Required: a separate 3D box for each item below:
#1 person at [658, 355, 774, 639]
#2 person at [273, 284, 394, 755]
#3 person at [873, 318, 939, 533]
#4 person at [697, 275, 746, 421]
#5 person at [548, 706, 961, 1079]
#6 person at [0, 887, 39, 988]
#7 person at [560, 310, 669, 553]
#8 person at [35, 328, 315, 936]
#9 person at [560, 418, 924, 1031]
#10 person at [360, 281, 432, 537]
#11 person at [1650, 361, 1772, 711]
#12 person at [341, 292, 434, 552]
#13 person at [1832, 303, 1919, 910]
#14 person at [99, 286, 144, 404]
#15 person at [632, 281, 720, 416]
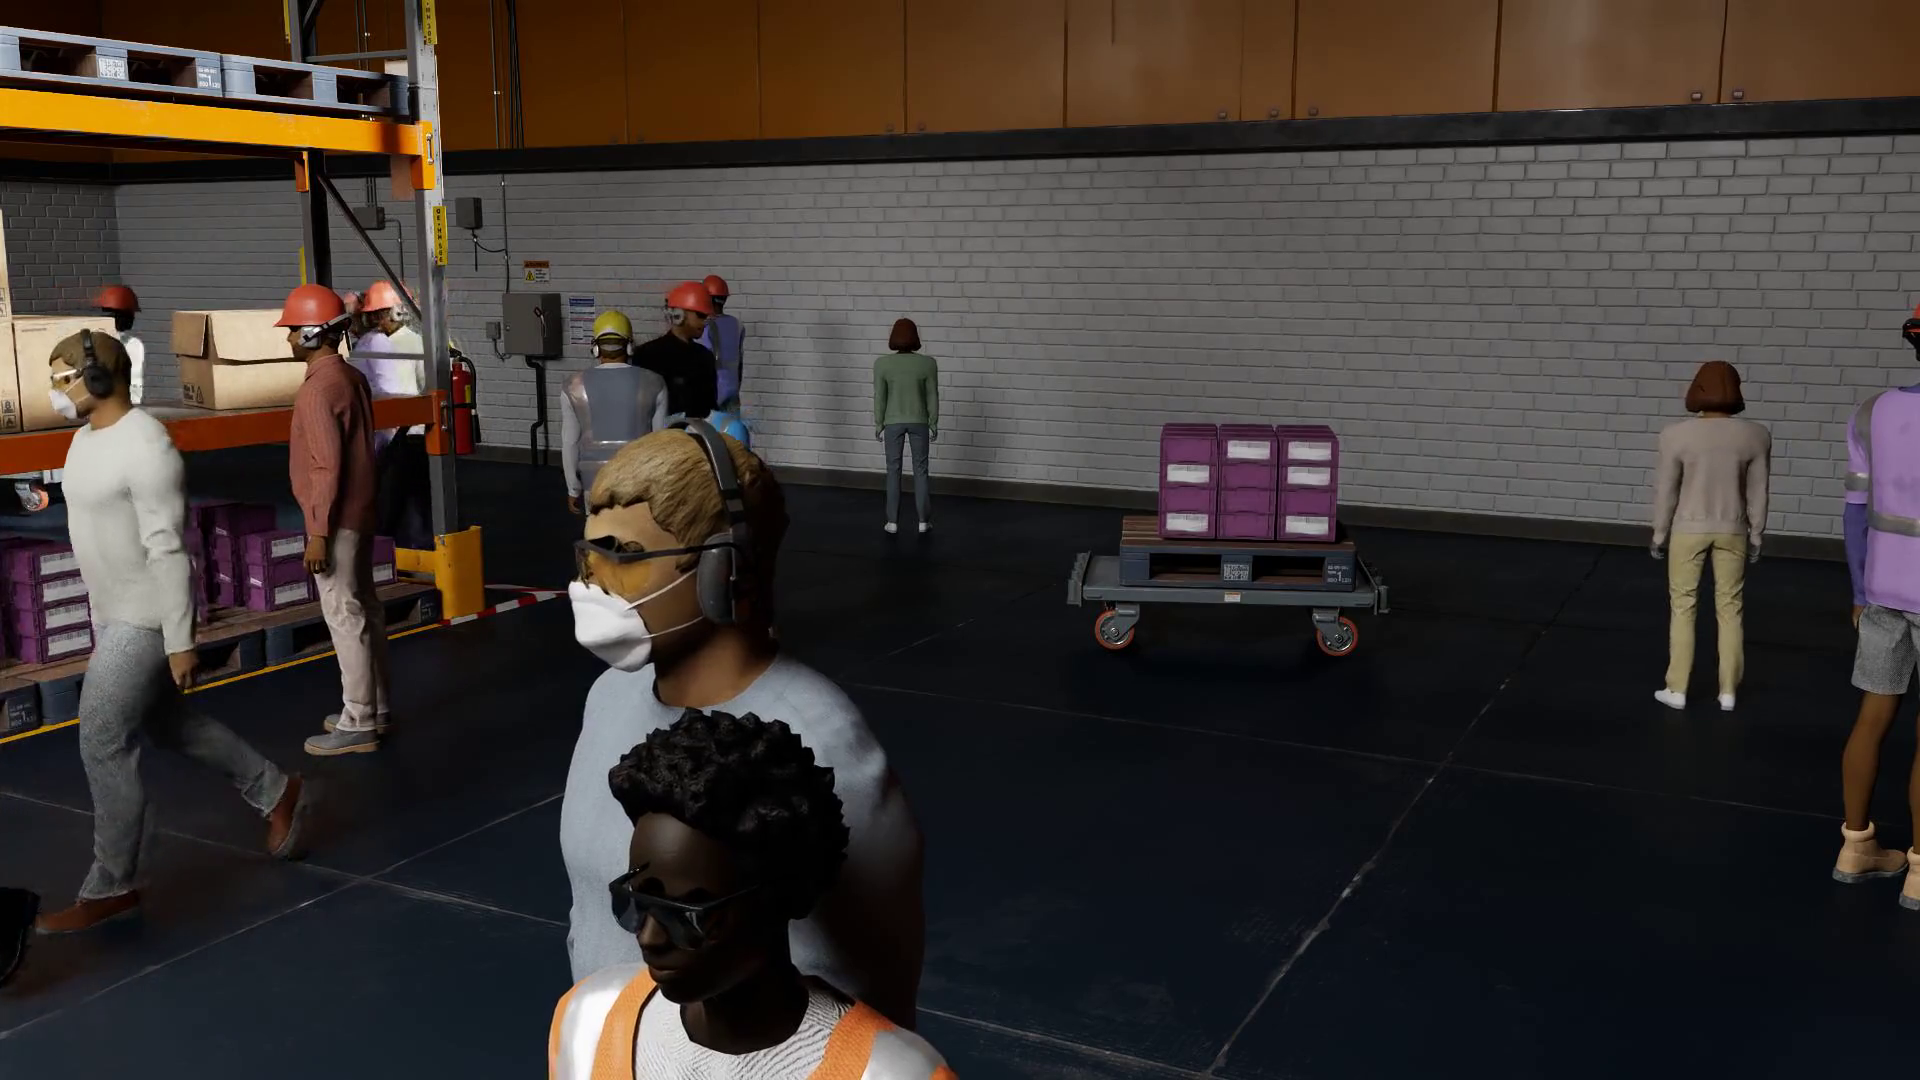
[{"bbox_3d":[-1.208,-0.093,8.200,0.548,1.654,0.905,4,11,23],"label":"person"},{"bbox_3d":[-2.673,-0.084,7.094,0.396,1.993,0.617,-1,10,-3],"label":"person"},{"bbox_3d":[-0.408,-0.864,12.647,0.500,1.636,0.285,-1,10,-4],"label":"person"},{"bbox_3d":[-2.040,-1.244,13.974,0.360,1.939,0.543,6,11,31],"label":"person"},{"bbox_3d":[-0.218,0.996,1.705,0.540,1.696,0.316,5,11,27],"label":"person"},{"bbox_3d":[-2.877,0.426,4.360,0.550,1.921,0.622,4,10,21],"label":"person"},{"bbox_3d":[-1.816,-0.310,8.890,0.588,1.826,0.403,-1,10,-6],"label":"person"},{"bbox_3d":[-2.607,0.255,5.460,0.918,1.912,0.638,-9,13,-43],"label":"person"},{"bbox_3d":[-0.297,0.819,2.031,0.372,1.940,0.630,-8,13,-39],"label":"person"},{"bbox_3d":[-3.700,-0.714,10.905,0.599,1.926,1.067,9,13,41],"label":"person"},{"bbox_3d":[3.481,-0.015,7.740,0.506,1.631,0.266,1,10,8],"label":"person"},{"bbox_3d":[-3.958,-0.709,11.071,0.877,1.857,0.720,-3,10,-15],"label":"person"},{"bbox_3d":[3.165,0.180,5.426,0.372,2.044,0.608,-3,10,-19],"label":"person"},{"bbox_3d":[-6.108,-0.900,12.139,0.556,1.879,0.975,2,10,14],"label":"person"},{"bbox_3d":[-1.573,-0.486,9.483,0.564,1.966,0.643,7,12,34],"label":"person"}]
